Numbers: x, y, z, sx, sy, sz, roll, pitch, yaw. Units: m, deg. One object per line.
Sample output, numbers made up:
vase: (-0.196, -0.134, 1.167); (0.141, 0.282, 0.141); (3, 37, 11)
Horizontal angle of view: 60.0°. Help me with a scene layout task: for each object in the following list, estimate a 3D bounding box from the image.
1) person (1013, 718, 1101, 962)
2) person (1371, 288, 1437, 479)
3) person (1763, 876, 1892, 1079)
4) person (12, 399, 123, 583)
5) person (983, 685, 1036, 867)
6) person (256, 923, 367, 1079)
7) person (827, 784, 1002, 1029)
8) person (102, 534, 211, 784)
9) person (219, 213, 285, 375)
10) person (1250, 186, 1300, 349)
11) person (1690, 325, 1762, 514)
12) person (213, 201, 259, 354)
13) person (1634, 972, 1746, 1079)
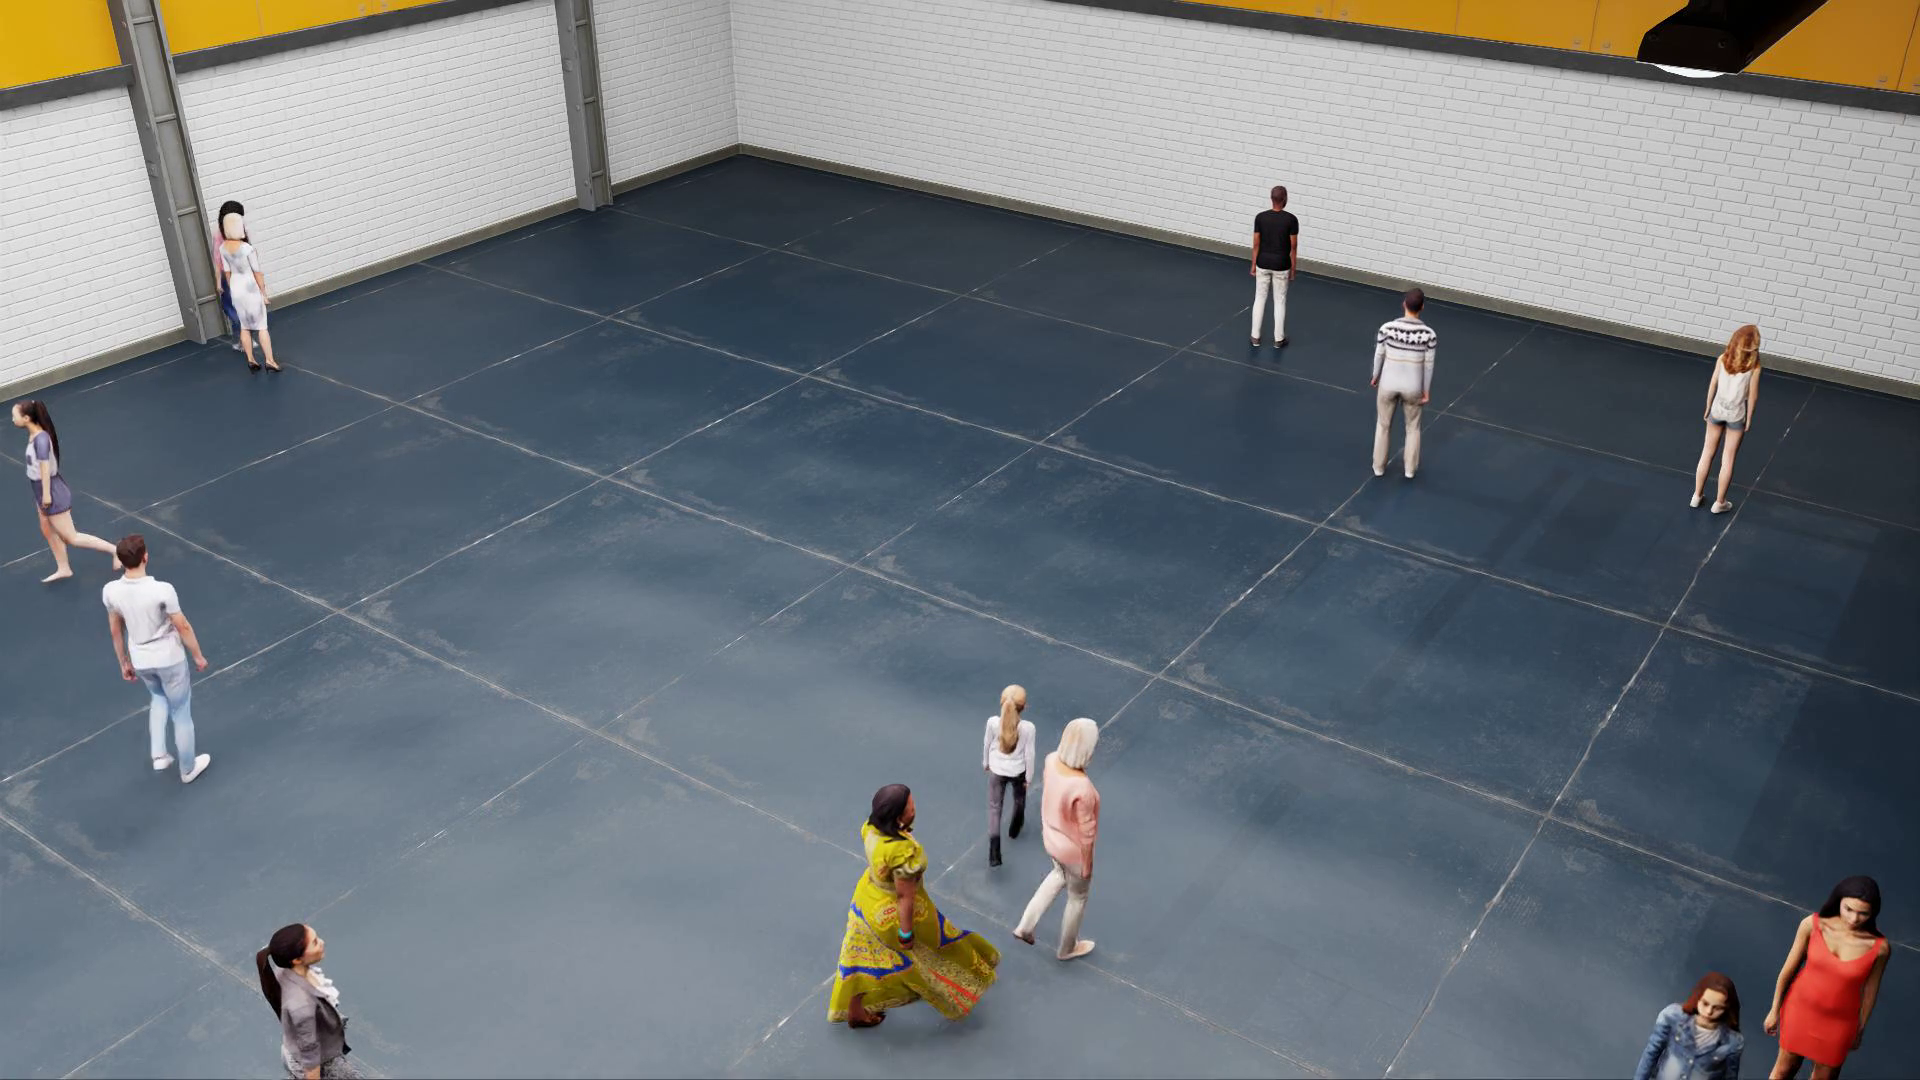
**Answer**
person: (0.559, 1.773, 9.629); (0.853, 1.714, 0.754); (-17, 33, -28)
person: (4.052, -1.420, 15.335); (0.781, 1.856, 0.769); (7, 29, 13)
person: (4.398, 2.392, 8.496); (0.633, 1.713, 0.793); (16, 32, 26)
person: (-7.376, -0.397, 13.698); (0.989, 1.628, 0.801); (-17, 33, -28)
person: (0.289, 1.505, 10.590); (0.749, 1.265, 0.944); (3, 29, 6)
person: (-3.261, 2.607, 8.191); (1.177, 1.627, 0.910); (-17, 33, -28)
person: (-0.449, 2.083, 9.157); (1.355, 1.623, 1.088); (-15, 32, -25)
person: (-5.413, 0.865, 11.163); (0.790, 1.840, 0.810); (3, 29, 5)
person: (-7.550, -2.607, 17.622); (0.637, 1.749, 0.634); (5, 29, 9)
person: (3.442, -2.999, 18.285); (0.727, 1.803, 0.701); (9, 30, 16)
person: (6.835, -1.082, 14.817); (0.555, 1.759, 0.598); (-25, 37, -38)
person: (-7.803, -2.817, 18.048); (0.685, 1.712, 0.671); (17, 33, 28)
person: (3.600, 2.683, 8.232); (0.585, 1.454, 0.847); (21, 35, 33)
